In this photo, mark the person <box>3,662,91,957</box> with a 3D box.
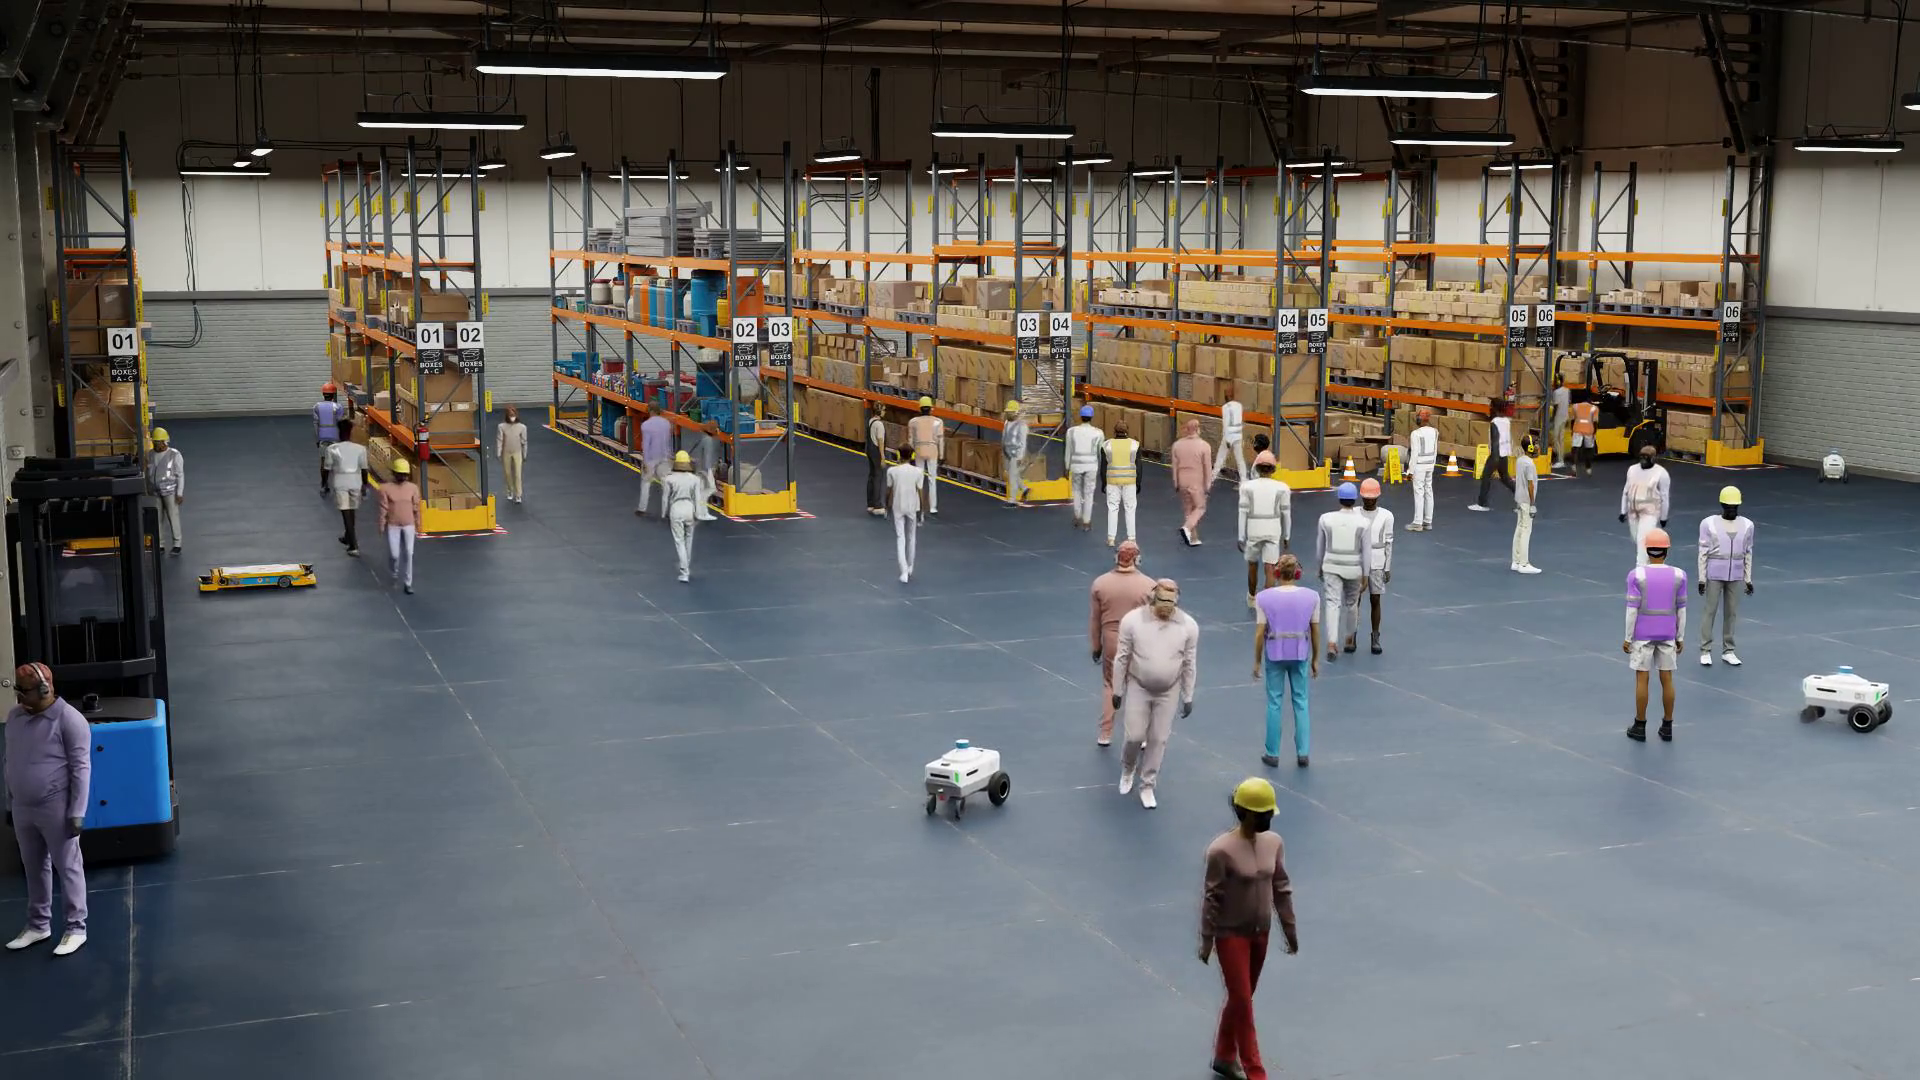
[{"bbox_3d":[-5.909,1.723,13.489,0.636,1.902,0.406,3,9,20],"label":"person"}]

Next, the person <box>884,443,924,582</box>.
[{"bbox_3d":[-0.742,-0.384,27.816,0.514,1.821,0.976,-1,9,-8],"label":"person"}]

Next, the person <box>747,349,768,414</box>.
[{"bbox_3d":[-4.835,-4.003,51.391,1.017,1.991,0.642,-5,10,-30],"label":"person"}]

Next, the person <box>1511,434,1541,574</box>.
[{"bbox_3d":[7.692,-0.499,28.398,0.327,1.874,0.521,-1,9,-7],"label":"person"}]

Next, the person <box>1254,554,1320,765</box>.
[{"bbox_3d":[2.844,1.044,18.197,0.570,1.843,0.372,0,9,-3],"label":"person"}]

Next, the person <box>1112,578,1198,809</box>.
[{"bbox_3d":[1.577,1.221,16.952,0.682,1.877,0.485,0,9,-2],"label":"person"}]

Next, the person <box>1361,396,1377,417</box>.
[{"bbox_3d":[9.642,-3.641,49.124,0.551,1.934,0.373,1,9,3],"label":"person"}]

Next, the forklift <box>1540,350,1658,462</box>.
[{"bbox_3d":[12.897,-2.725,42.309,2.313,2.155,1.214,-3,9,-21],"label":"forklift"}]

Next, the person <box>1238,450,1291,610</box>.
[{"bbox_3d":[3.658,-0.083,25.207,0.626,1.995,0.980,1,9,7],"label":"person"}]

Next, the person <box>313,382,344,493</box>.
[{"bbox_3d":[-11.085,-1.802,36.866,0.547,1.938,0.359,0,9,2],"label":"person"}]

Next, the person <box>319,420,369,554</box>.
[{"bbox_3d":[-8.839,-0.773,30.118,0.622,1.913,1.024,-7,11,-40],"label":"person"}]

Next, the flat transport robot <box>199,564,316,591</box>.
[{"bbox_3d":[-9.181,0.476,27.349,1.431,0.197,0.652,-3,9,-21],"label":"flat transport robot"}]

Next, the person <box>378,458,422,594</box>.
[{"bbox_3d":[-7.125,-0.176,26.652,0.574,1.743,0.378,-4,10,-26],"label":"person"}]

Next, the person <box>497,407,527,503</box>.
[{"bbox_3d":[-7.633,-1.467,35.717,0.504,1.608,0.710,-1,9,-6],"label":"person"}]

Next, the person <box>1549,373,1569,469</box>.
[{"bbox_3d":[11.606,-2.309,40.555,0.421,1.848,0.770,8,11,41],"label":"person"}]

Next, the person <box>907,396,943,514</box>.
[{"bbox_3d":[-0.562,-1.380,34.098,0.586,1.926,0.385,1,9,4],"label":"person"}]

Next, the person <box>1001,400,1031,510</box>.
[{"bbox_3d":[0.947,-1.431,34.838,0.566,1.813,0.595,-5,10,-31],"label":"person"}]

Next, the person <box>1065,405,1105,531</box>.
[{"bbox_3d":[1.957,-1.126,32.414,0.647,1.913,0.804,2,9,12],"label":"person"}]

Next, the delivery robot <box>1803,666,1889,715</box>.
[{"bbox_3d":[8.334,1.433,19.716,0.707,0.478,0.477,7,11,39],"label":"delivery robot"}]

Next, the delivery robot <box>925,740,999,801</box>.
[{"bbox_3d":[0.020,1.856,16.893,0.477,0.478,0.707,5,10,31],"label":"delivery robot"}]

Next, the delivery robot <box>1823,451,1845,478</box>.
[{"bbox_3d":[16.077,-1.388,38.525,0.477,0.478,0.707,3,9,20],"label":"delivery robot"}]

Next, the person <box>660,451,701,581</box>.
[{"bbox_3d":[-3.727,-0.335,27.869,0.499,1.702,0.859,-4,10,-27],"label":"person"}]

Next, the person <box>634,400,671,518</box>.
[{"bbox_3d":[-4.847,-1.294,33.700,0.950,1.896,0.645,7,11,40],"label":"person"}]

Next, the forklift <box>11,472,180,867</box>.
[{"bbox_3d":[-6.630,0.886,15.957,1.129,2.768,1.873,-3,9,-21],"label":"forklift"}]

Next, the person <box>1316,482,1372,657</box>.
[{"bbox_3d":[4.193,0.310,22.925,0.614,1.922,0.873,2,9,14],"label":"person"}]

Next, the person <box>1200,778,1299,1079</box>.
[{"bbox_3d":[1.602,2.136,11.239,0.550,1.733,0.731,-6,11,-36],"label":"person"}]

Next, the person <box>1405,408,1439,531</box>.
[{"bbox_3d":[7.121,-1.088,32.292,0.576,1.882,0.355,-7,11,-39],"label":"person"}]

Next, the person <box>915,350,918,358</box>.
[{"bbox_3d":[-1.041,-3.206,46.035,0.609,1.995,0.376,3,9,18],"label":"person"}]

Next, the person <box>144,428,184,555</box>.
[{"bbox_3d":[-11.358,-0.695,29.841,0.600,1.827,0.404,2,9,12],"label":"person"}]

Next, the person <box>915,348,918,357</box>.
[{"bbox_3d":[-0.984,-3.653,49.654,0.620,1.808,0.880,1,9,8],"label":"person"}]

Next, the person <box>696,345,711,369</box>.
[{"bbox_3d":[-6.818,-4.401,54.644,0.801,1.805,0.600,0,9,0],"label":"person"}]

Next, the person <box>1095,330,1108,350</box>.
[{"bbox_3d":[3.780,-4.487,54.610,0.558,1.983,0.612,-3,9,-21],"label":"person"}]

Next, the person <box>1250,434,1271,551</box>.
[{"bbox_3d":[4.343,-0.687,30.225,0.319,1.697,0.533,1,9,7],"label":"person"}]

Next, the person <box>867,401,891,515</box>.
[{"bbox_3d":[-1.351,-1.347,34.136,0.326,1.843,0.517,-4,9,-25],"label":"person"}]

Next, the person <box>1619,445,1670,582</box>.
[{"bbox_3d":[9.100,-0.363,27.679,0.802,1.819,0.616,-6,10,-33],"label":"person"}]

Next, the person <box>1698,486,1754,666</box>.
[{"bbox_3d":[8.184,0.383,22.353,0.608,1.925,0.395,0,9,-2],"label":"person"}]

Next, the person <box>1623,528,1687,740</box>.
[{"bbox_3d":[6.339,0.856,19.148,0.551,1.933,0.368,0,9,1],"label":"person"}]

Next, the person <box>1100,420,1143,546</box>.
[{"bbox_3d":[2.364,-0.834,30.731,0.623,1.844,0.429,1,9,4],"label":"person"}]

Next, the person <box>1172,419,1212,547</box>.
[{"bbox_3d":[3.360,-0.818,30.486,0.638,1.885,0.672,6,10,34],"label":"person"}]

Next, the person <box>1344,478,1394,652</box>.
[{"bbox_3d":[4.482,0.273,23.042,0.544,1.935,0.361,2,9,11],"label":"person"}]

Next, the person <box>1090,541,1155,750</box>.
[{"bbox_3d":[1.484,0.951,18.666,0.648,1.899,0.411,3,9,21],"label":"person"}]

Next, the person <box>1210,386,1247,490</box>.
[{"bbox_3d":[4.794,-1.821,37.332,0.554,1.826,1.039,-7,11,-39],"label":"person"}]

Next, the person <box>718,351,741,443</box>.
[{"bbox_3d":[-5.059,-3.052,44.995,0.689,2.000,0.934,-1,9,-4],"label":"person"}]

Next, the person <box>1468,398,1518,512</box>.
[{"bbox_3d":[8.886,-1.401,34.376,0.939,1.881,0.600,6,11,36],"label":"person"}]

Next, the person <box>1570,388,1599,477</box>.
[{"bbox_3d":[11.674,-2.015,39.210,0.538,1.664,0.823,4,9,25],"label":"person"}]

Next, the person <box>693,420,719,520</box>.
[{"bbox_3d":[-4.032,-1.113,33.327,0.423,1.610,0.509,-2,9,-14],"label":"person"}]
